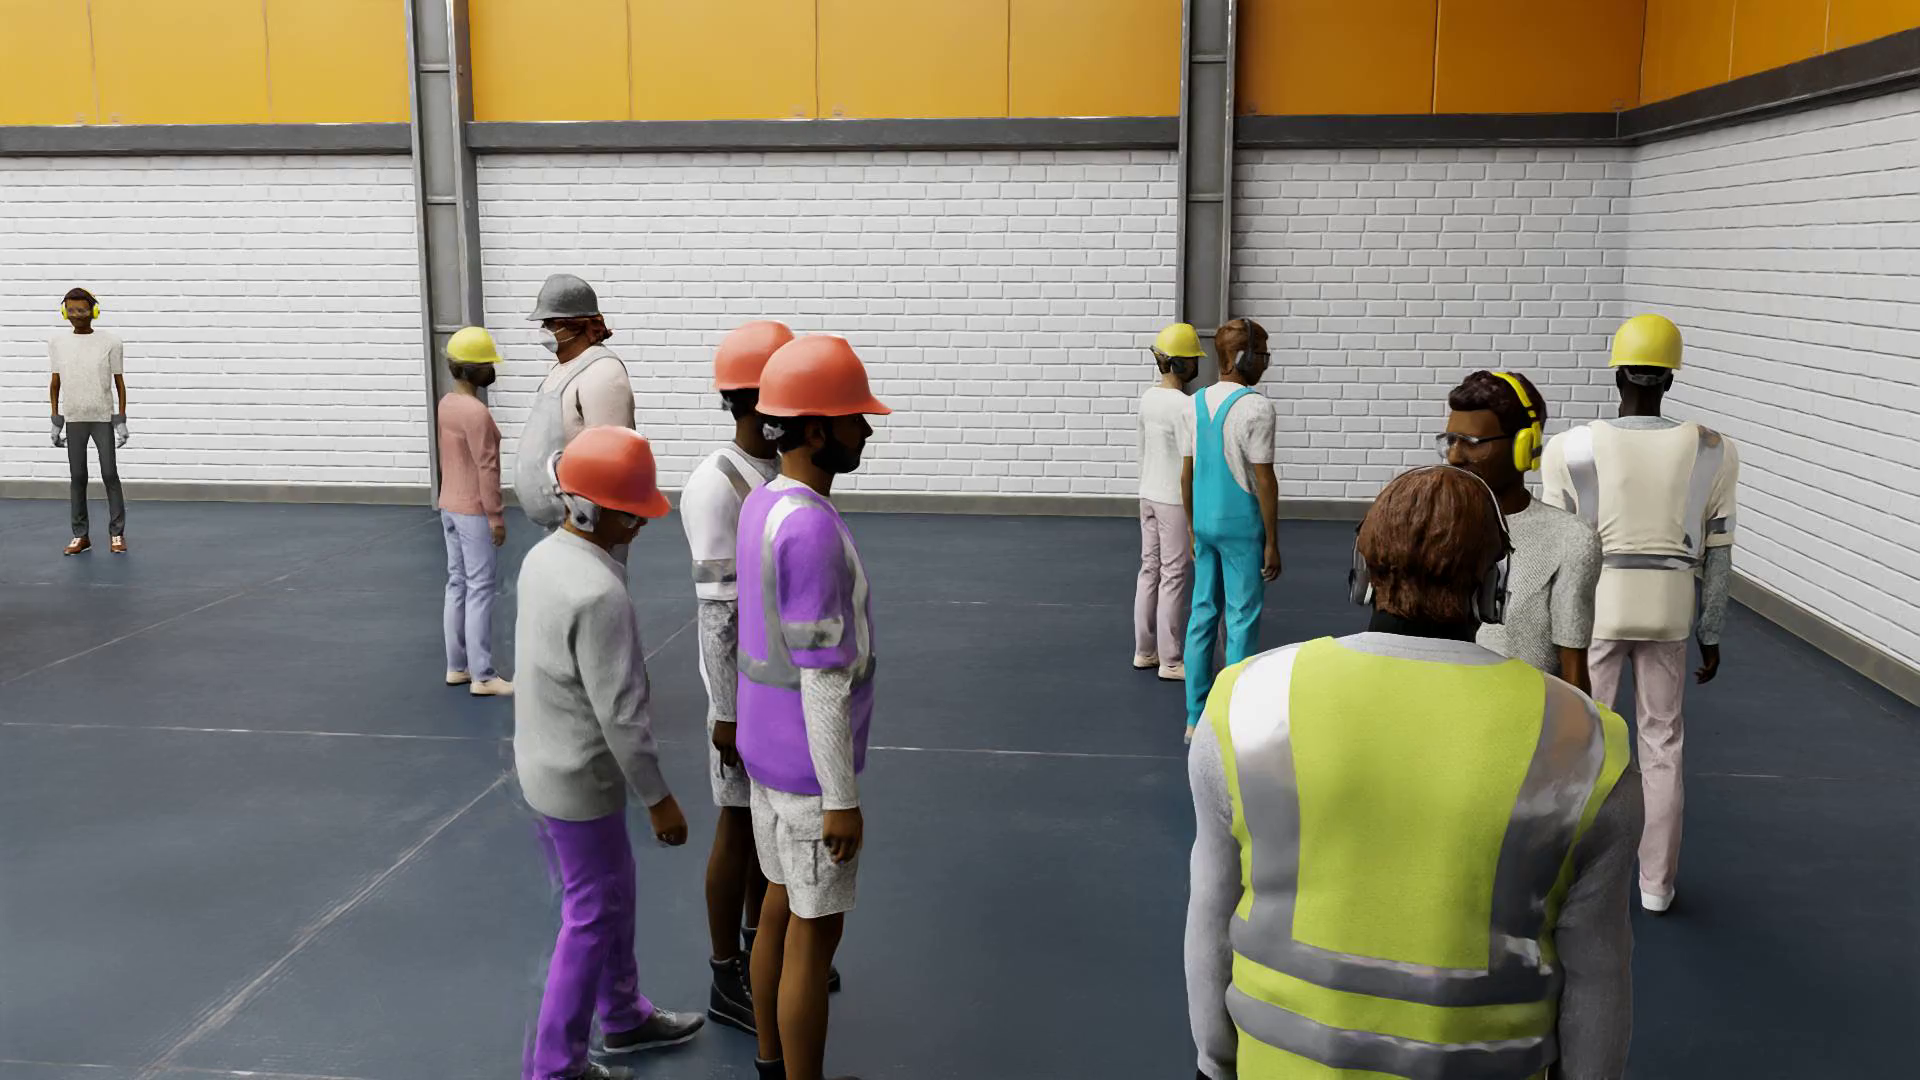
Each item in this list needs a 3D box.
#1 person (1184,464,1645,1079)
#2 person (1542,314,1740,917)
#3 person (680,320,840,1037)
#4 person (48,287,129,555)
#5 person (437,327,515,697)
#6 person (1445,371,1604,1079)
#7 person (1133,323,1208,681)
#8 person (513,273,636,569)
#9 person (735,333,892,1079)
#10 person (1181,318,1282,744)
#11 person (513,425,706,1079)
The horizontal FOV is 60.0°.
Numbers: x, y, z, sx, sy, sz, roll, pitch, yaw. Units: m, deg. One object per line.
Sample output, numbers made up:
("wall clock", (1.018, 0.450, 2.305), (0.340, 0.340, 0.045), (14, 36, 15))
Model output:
("person", (0.641, 0.799, 2.457), (0.632, 1.831, 0.429), (3, 10, 18))
("person", (2.129, 0.249, 5.308), (0.593, 1.926, 0.366), (2, 10, 10))
("person", (-0.526, 0.373, 4.565), (0.356, 1.938, 0.552), (3, 10, 16))
("person", (-6.103, -0.828, 11.648), (0.510, 1.871, 0.328), (-3, 10, -14))
("person", (-2.317, -0.136, 7.983), (0.328, 1.765, 0.531), (-8, 12, -37))
("person", (1.232, 0.539, 3.856), (0.323, 1.861, 0.511), (-6, 11, -30))
("person", (1.059, -0.185, 8.257), (0.310, 1.768, 0.533), (-4, 11, -21))
("person", (-1.702, -0.171, 7.390), (0.536, 2.000, 0.684), (-5, 11, -28))
("person", (-0.332, 0.496, 3.863), (0.362, 1.939, 0.542), (-4, 11, -20))
("person", (1.152, -0.008, 7.037), (0.344, 1.840, 0.507), (-8, 12, -37))
("person", (-0.847, 0.561, 4.145), (0.607, 1.710, 0.622), (-5, 11, -27))
